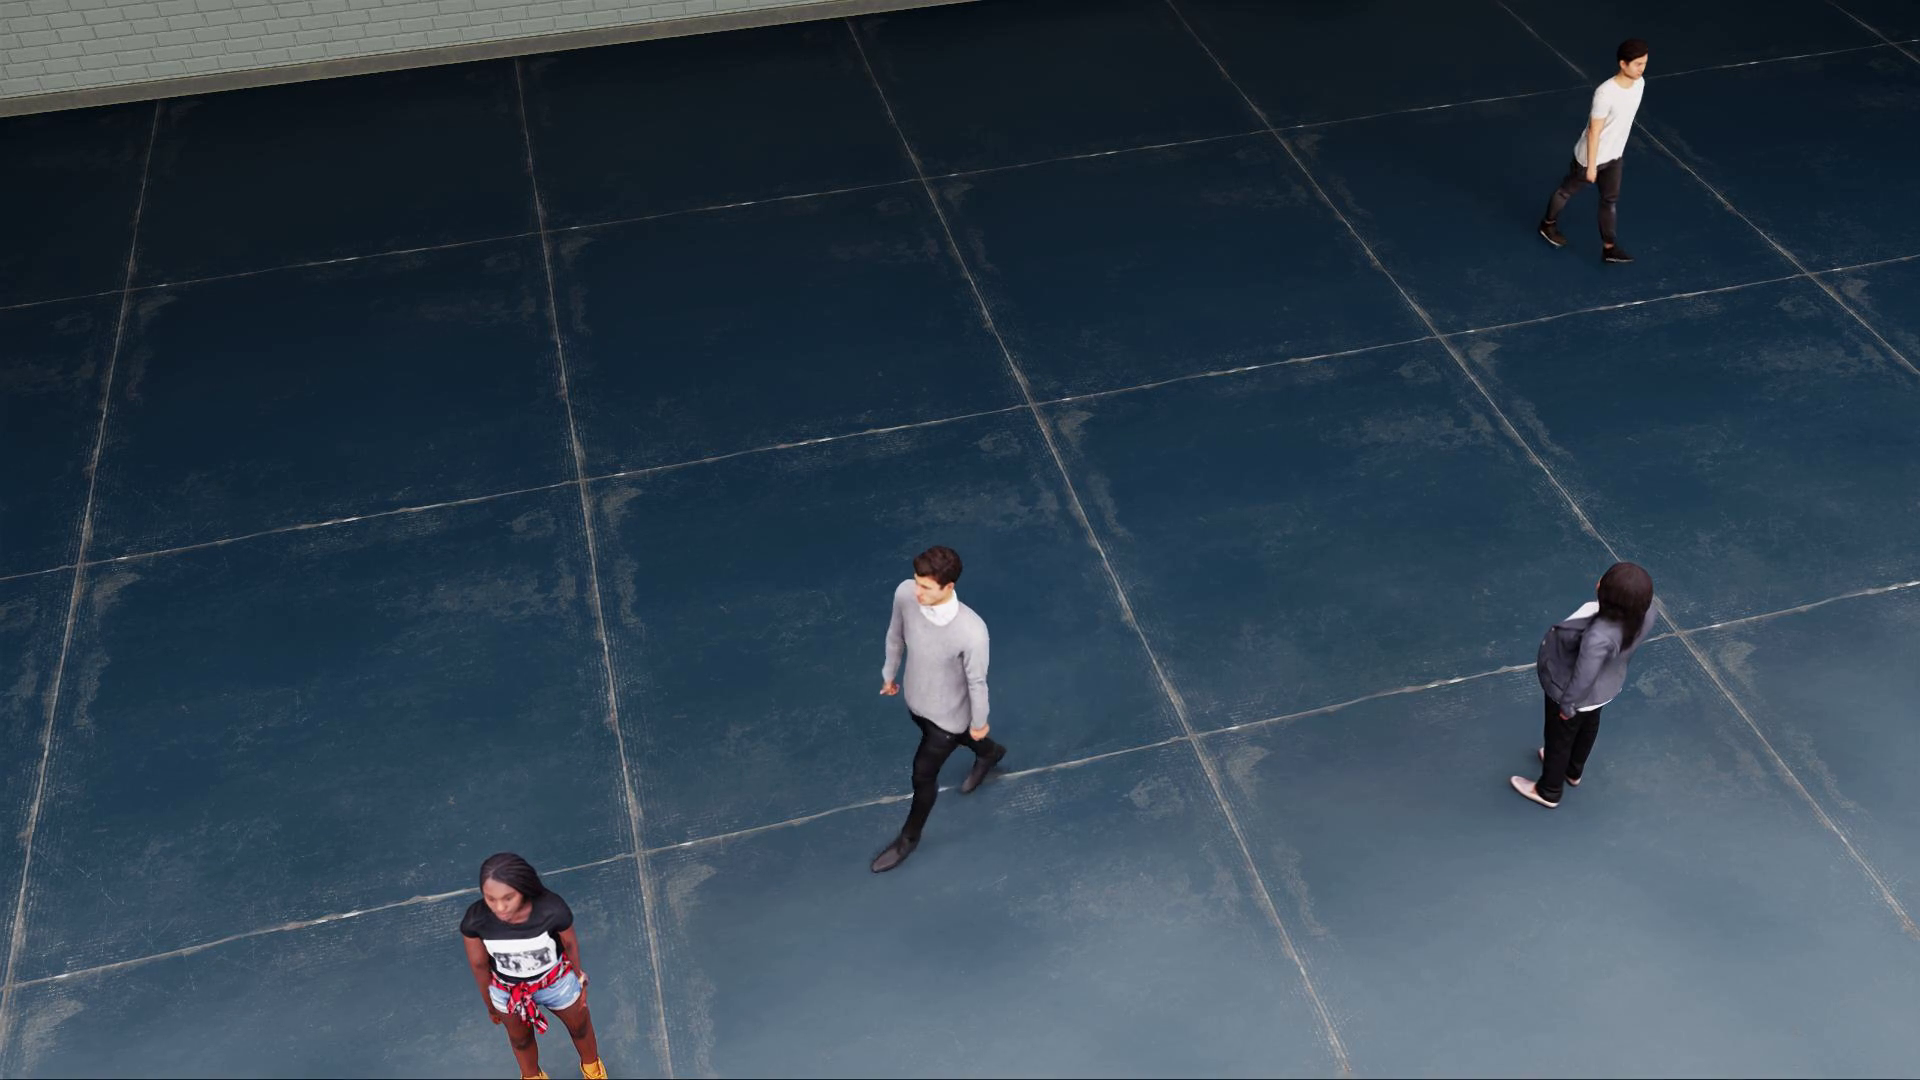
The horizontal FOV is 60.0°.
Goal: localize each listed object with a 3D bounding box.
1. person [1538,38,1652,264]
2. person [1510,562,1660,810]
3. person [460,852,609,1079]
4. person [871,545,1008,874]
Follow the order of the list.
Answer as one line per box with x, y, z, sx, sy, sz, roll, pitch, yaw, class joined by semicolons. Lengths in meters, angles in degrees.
4.552;-2.844;11.998;0.831;1.686;1.116;-23;48;-22;person
3.114;0.711;8.257;0.777;1.595;0.803;-31;51;-29;person
-1.766;1.860;6.928;0.604;1.729;0.593;-8;44;-9;person
-0.038;0.715;8.018;1.171;1.916;1.287;-31;51;-29;person
